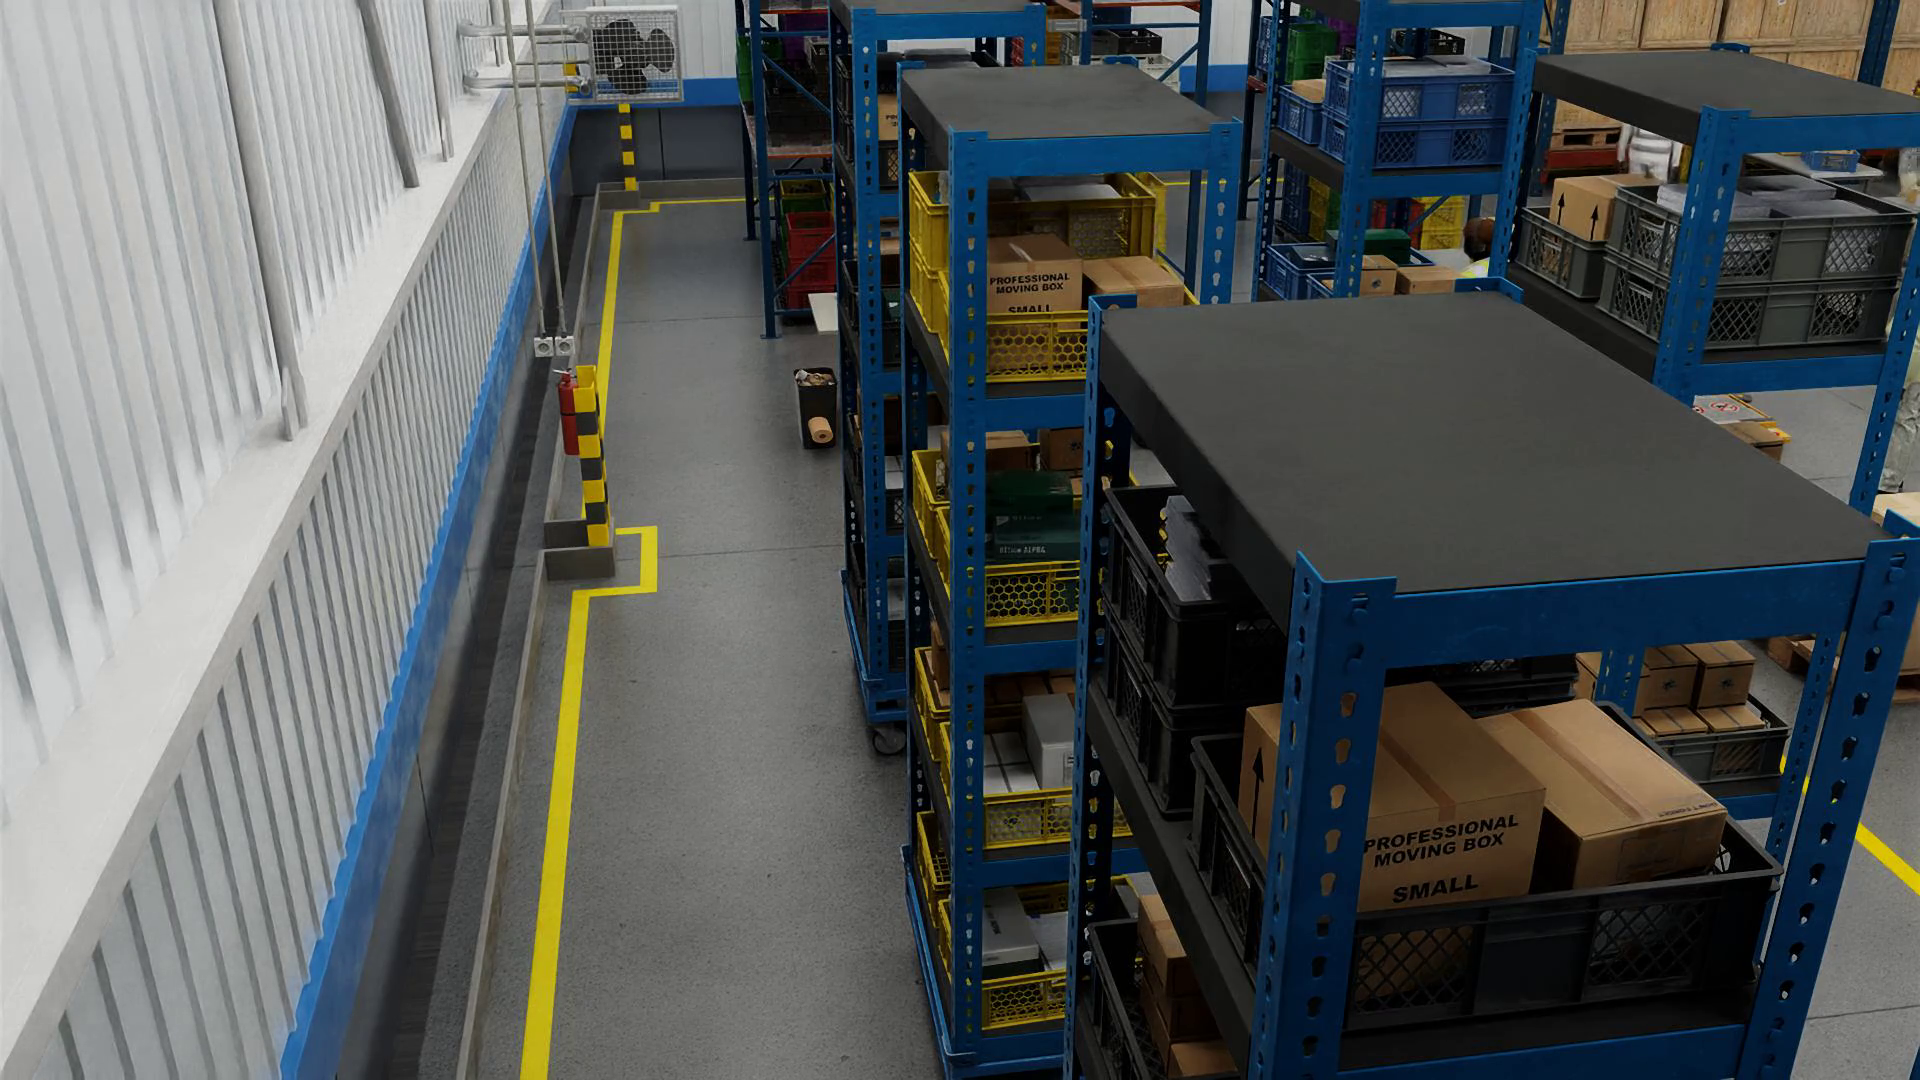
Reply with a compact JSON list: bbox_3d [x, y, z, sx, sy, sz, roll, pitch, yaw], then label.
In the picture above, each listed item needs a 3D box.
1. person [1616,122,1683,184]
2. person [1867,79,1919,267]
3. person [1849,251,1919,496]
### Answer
[{"bbox_3d":[6.930,-3.854,16.733,0.615,1.874,0.547,12,27,25],"label":"person"},{"bbox_3d":[9.294,-3.605,16.285,0.501,1.806,1.008,-8,26,-17],"label":"person"},{"bbox_3d":[6.207,-1.126,10.857,0.404,1.833,0.589,18,30,34],"label":"person"}]
